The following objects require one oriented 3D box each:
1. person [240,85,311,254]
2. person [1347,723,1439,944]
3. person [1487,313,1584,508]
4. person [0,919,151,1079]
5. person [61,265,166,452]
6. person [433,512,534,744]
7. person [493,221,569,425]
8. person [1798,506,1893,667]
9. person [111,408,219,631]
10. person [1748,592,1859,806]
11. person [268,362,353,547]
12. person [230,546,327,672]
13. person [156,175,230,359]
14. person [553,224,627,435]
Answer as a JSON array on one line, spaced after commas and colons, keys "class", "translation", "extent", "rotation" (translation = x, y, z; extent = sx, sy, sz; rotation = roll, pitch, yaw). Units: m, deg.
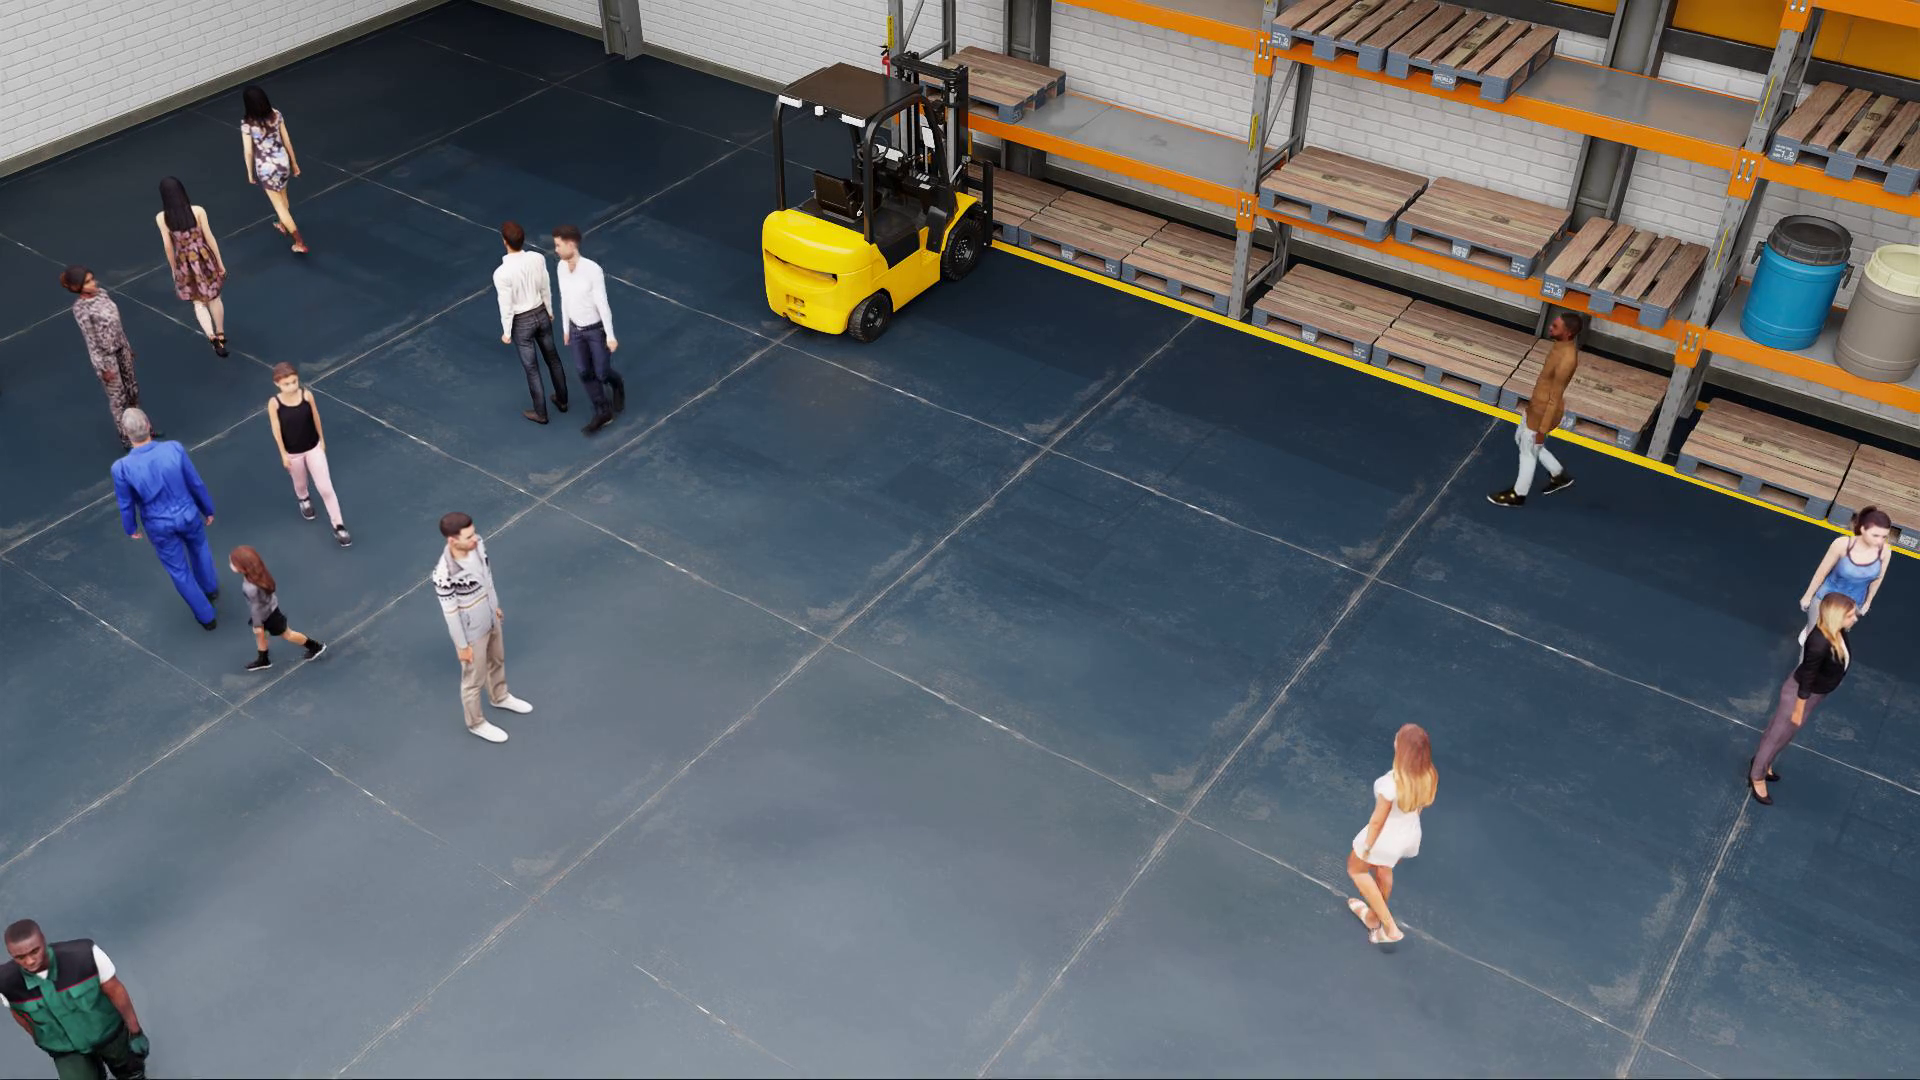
[{"class": "person", "translation": [-6.763, -3.626, 16.445], "extent": [1.068, 1.696, 0.697], "rotation": [30, 47, 32]}, {"class": "person", "translation": [2.558, 1.778, 9.692], "extent": [0.735, 1.679, 0.825], "rotation": [-20, 43, -24]}, {"class": "person", "translation": [4.669, -0.995, 13.061], "extent": [0.973, 1.808, 0.836], "rotation": [8, 39, 10]}, {"class": "person", "translation": [-4.561, 2.514, 8.691], "extent": [1.057, 1.779, 1.293], "rotation": [-19, 42, -22]}, {"class": "person", "translation": [-7.038, -1.516, 13.788], "extent": [0.688, 1.714, 0.666], "rotation": [6, 39, 7]}, {"class": "person", "translation": [-3.249, 0.543, 11.103], "extent": [0.706, 1.849, 0.744], "rotation": [9, 39, 11]}, {"class": "person", "translation": [-3.630, -1.841, 14.070], "extent": [0.580, 1.871, 0.686], "rotation": [30, 48, 32]}, {"class": "person", "translation": [6.071, 0.375, 11.525], "extent": [0.994, 1.584, 0.912], "rotation": [8, 39, 10]}, {"class": "person", "translation": [-5.624, -0.099, 11.936], "extent": [0.888, 1.812, 0.957], "rotation": [-27, 46, -30]}, {"class": "person", "translation": [5.391, 0.991, 10.683], "extent": [0.524, 1.672, 0.591], "rotation": [25, 45, 28]}, {"class": "person", "translation": [-5.147, -0.723, 12.941], "extent": [0.802, 1.533, 1.088], "rotation": [-21, 43, -24]}, {"class": "person", "translation": [-4.871, 0.481, 11.793], "extent": [0.793, 1.084, 0.798], "rotation": [-13, 41, -16]}, {"class": "person", "translation": [-6.777, -2.366, 14.823], "extent": [0.917, 1.753, 1.108], "rotation": [-17, 42, -20]}, {"class": "person", "translation": [-3.112, -1.803, 14.054], "extent": [0.852, 1.832, 0.843], "rotation": [7, 39, 8]}]
